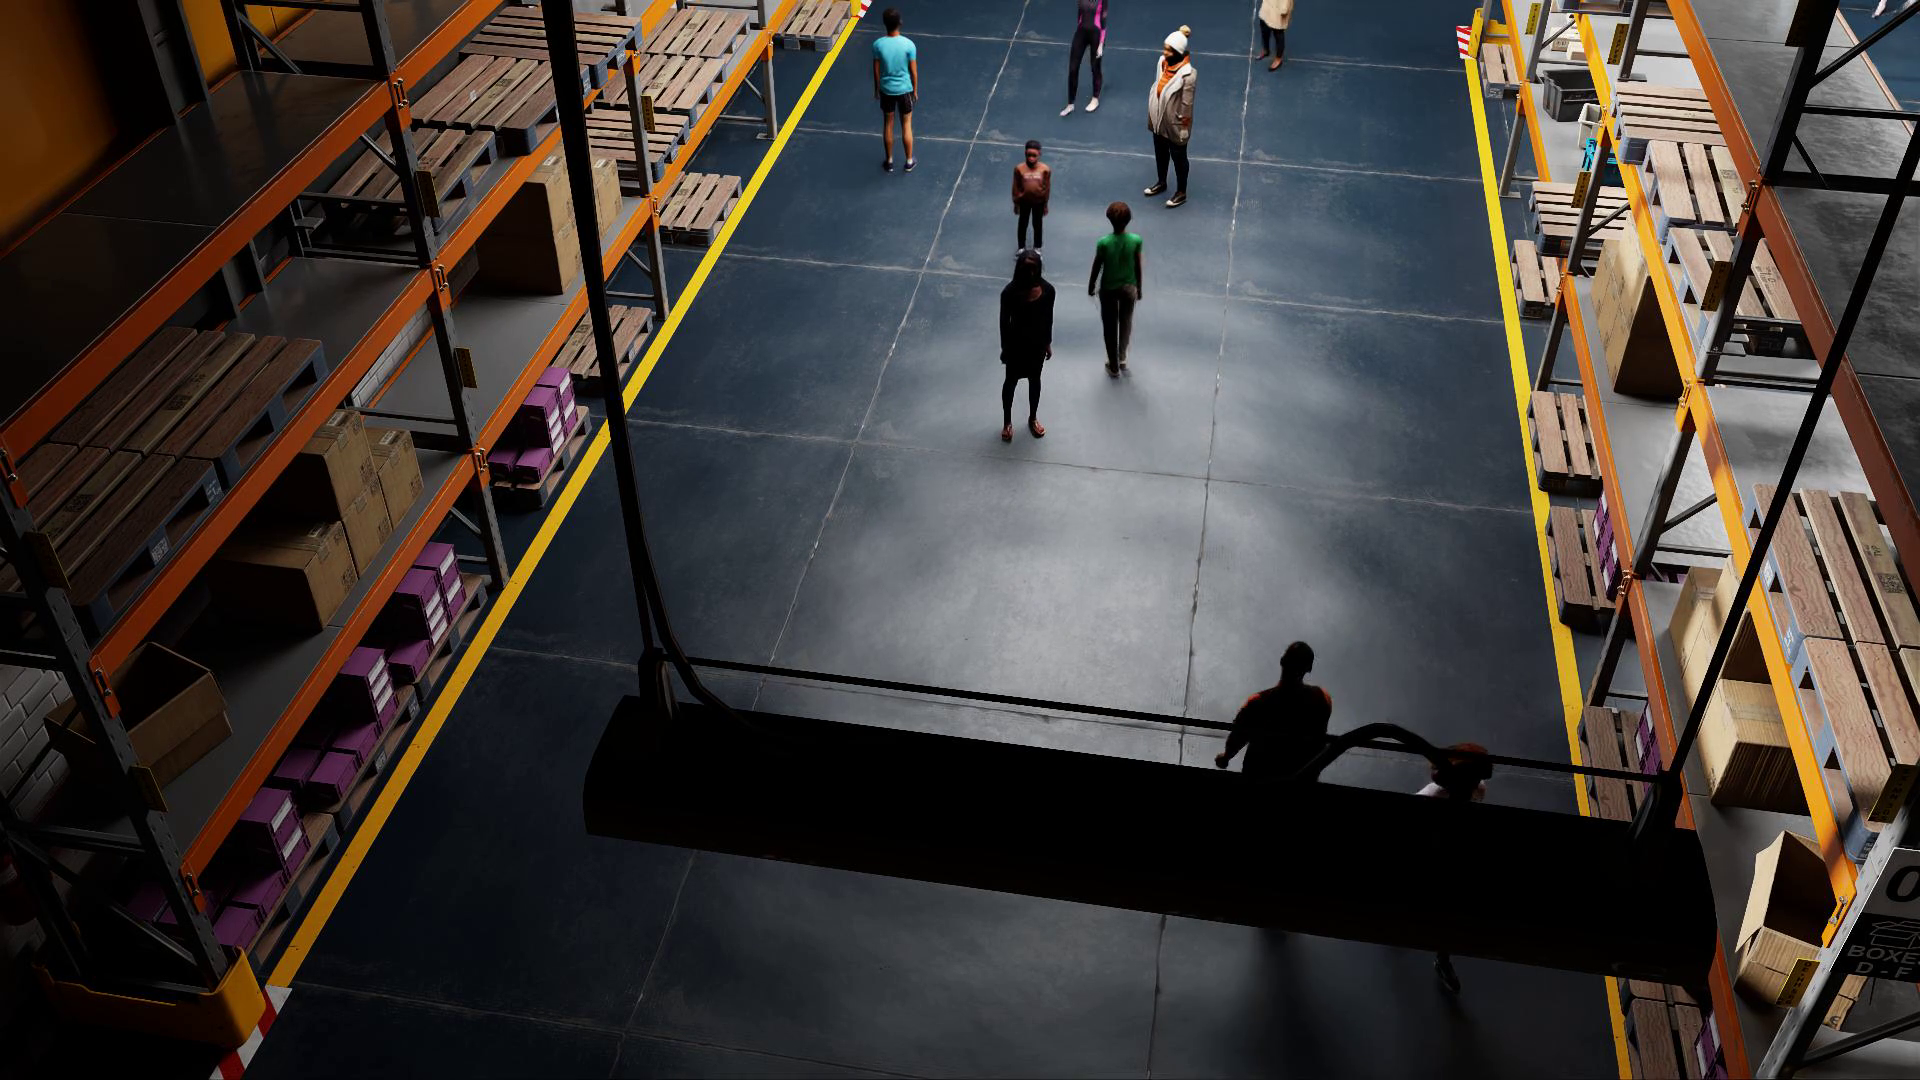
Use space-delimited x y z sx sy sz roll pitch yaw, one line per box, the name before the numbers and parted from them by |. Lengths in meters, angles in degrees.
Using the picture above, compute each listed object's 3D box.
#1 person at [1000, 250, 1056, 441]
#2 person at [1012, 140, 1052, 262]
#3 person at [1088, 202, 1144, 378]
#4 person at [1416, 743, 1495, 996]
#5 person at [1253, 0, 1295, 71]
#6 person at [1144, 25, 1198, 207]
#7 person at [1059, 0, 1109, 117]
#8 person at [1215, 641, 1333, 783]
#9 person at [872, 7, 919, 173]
person | 0.548 -1.633 13.866 0.678 1.722 0.641 -7 39 -9
person | 0.711 -3.353 16.395 0.539 1.254 0.484 3 39 4
person | 1.403 -2.161 14.587 0.723 1.648 0.764 -4 39 -5
person | 2.717 1.740 9.688 0.902 1.666 1.228 -8 39 -10
person | 3.844 -6.423 19.919 0.878 1.654 0.722 -3 39 -4
person | 2.216 -4.405 17.203 0.872 1.890 0.815 -25 45 -28
person | 1.537 -5.744 19.009 0.749 1.728 0.934 19 42 22
person | 1.906 1.454 9.875 0.942 1.880 1.094 -9 39 -11
person | -0.687 -4.803 17.794 0.641 1.774 0.541 2 39 2
